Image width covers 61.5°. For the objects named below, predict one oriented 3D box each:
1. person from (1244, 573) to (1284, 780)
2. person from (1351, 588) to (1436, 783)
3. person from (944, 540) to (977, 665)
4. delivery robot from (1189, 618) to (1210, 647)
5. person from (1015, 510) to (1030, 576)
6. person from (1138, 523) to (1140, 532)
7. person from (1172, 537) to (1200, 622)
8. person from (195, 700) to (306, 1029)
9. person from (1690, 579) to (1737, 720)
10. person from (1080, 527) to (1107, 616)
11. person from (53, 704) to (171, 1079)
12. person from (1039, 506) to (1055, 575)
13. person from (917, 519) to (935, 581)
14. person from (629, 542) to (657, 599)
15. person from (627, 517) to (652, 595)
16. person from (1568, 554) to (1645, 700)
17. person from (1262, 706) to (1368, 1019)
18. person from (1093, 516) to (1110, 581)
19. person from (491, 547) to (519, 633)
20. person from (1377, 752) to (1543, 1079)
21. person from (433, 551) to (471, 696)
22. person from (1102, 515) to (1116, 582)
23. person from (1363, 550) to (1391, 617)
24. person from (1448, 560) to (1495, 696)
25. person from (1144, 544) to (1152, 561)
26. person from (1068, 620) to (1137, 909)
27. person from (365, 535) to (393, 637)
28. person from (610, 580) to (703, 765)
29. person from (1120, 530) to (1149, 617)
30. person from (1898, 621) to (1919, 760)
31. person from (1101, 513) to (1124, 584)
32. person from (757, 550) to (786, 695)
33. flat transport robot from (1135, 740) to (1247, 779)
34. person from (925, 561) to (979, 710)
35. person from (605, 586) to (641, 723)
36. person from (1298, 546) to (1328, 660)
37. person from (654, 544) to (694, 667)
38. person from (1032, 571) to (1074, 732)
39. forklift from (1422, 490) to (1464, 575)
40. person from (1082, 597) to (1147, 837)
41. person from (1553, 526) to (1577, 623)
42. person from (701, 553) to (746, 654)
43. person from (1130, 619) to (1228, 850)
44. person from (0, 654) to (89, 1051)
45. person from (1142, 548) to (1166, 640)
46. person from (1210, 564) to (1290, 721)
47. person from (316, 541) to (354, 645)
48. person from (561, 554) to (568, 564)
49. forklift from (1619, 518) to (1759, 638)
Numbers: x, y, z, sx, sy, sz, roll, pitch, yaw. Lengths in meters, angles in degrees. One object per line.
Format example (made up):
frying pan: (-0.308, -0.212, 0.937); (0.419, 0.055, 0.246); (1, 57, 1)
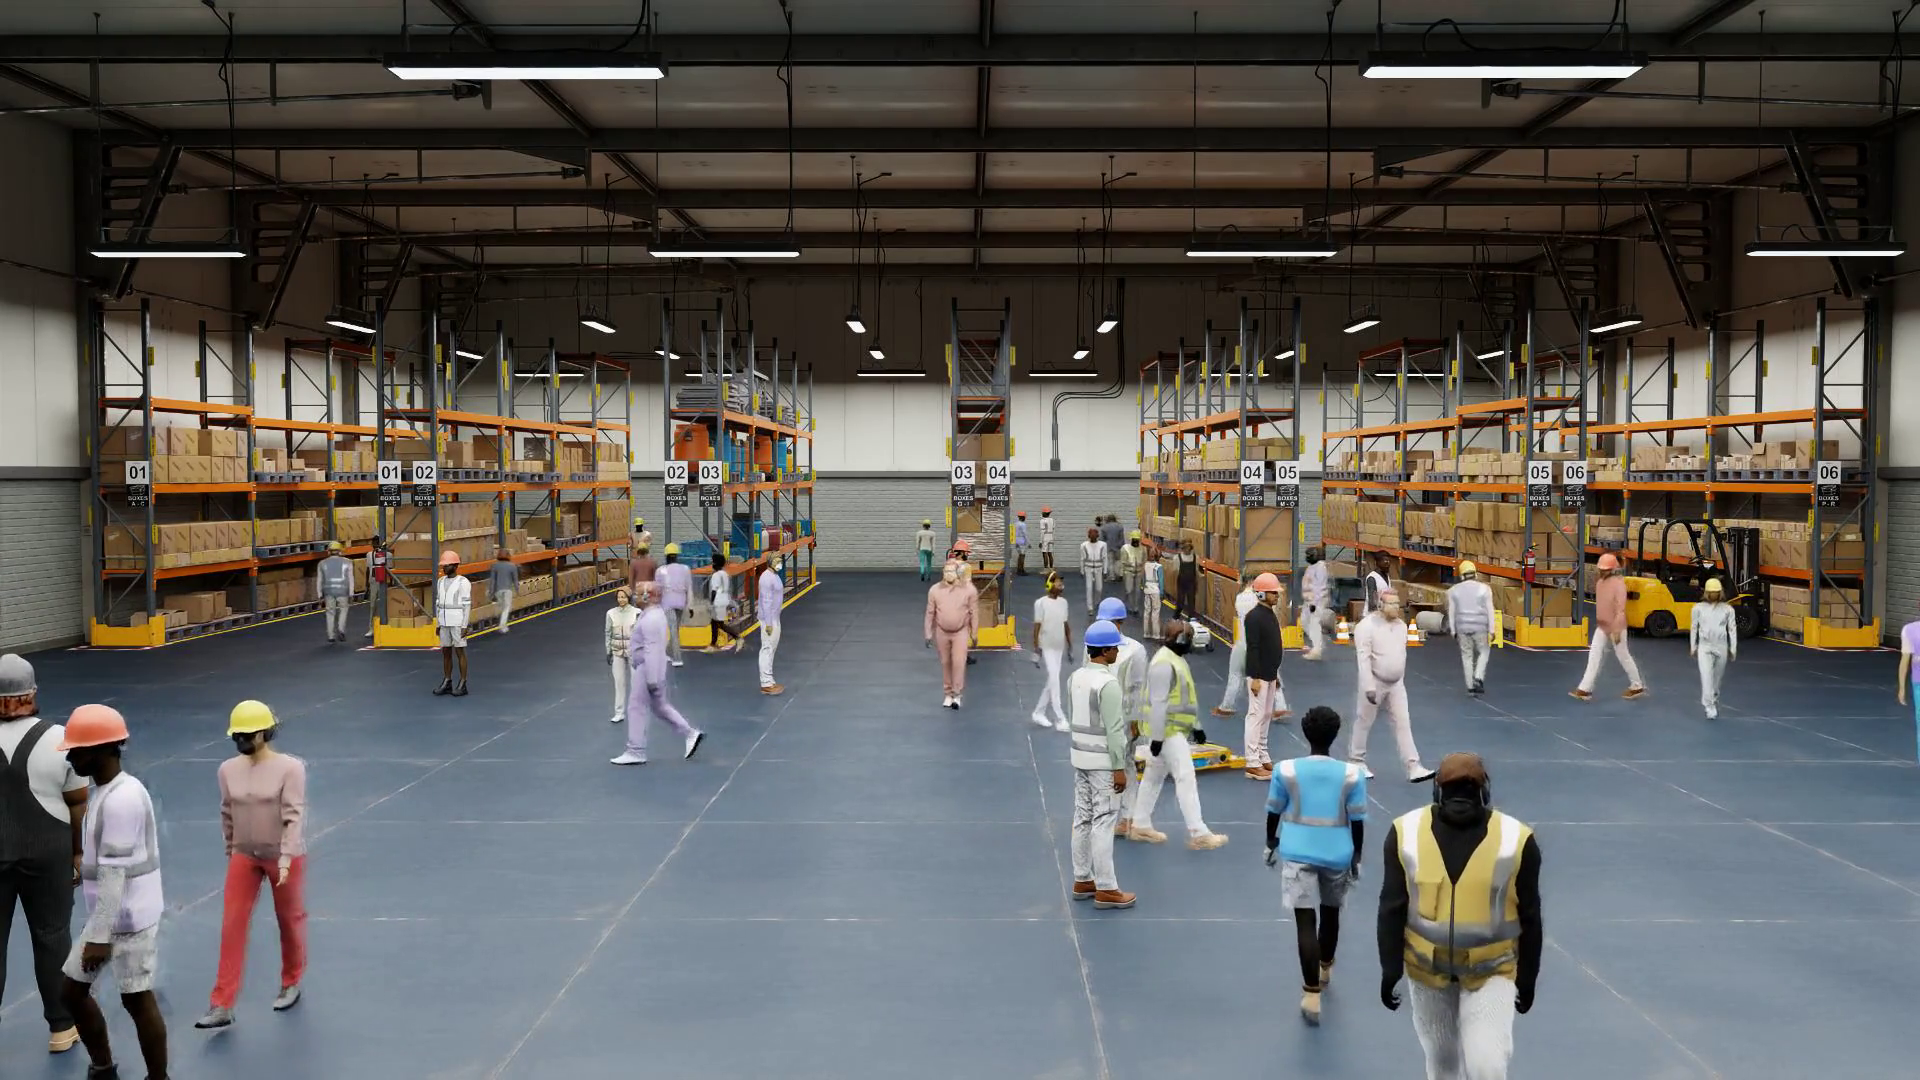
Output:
person: (2.979, 1.317, 15.787); (0.378, 1.996, 0.610); (1, 3, 30)
person: (4.088, 1.397, 15.478); (0.655, 1.856, 0.974); (-1, 2, -24)
person: (0.004, 0.971, 25.302); (0.543, 1.932, 0.376); (2, 3, 42)
delivery robot: (3.910, 1.553, 27.088); (0.477, 0.478, 0.707); (-1, 2, -17)
person: (1.823, 0.089, 47.478); (0.372, 1.935, 0.554); (-1, 2, -24)
person: (5.332, 0.250, 47.136); (0.498, 1.634, 0.278); (-1, 2, -20)
person: (4.145, 0.849, 29.662); (0.528, 1.830, 0.610); (0, 2, -4)
person: (-3.792, 1.733, 8.688); (0.527, 1.726, 0.852); (0, 2, 4)
person: (9.127, 1.314, 19.551); (0.501, 1.689, 0.892); (1, 2, 17)
person: (2.824, 0.653, 34.165); (0.582, 1.868, 0.507); (0, 2, 1)
person: (-3.848, 1.698, 7.253); (0.624, 1.915, 0.565); (-2, 3, -39)
person: (2.559, 0.016, 47.896); (0.356, 2.047, 0.615); (2, 3, 41)
person: (-0.943, 0.280, 44.980); (0.521, 1.740, 0.782); (0, 2, -2)
person: (-5.815, 0.903, 29.671); (0.526, 1.725, 0.912); (0, 2, -9)
person: (-7.825, 0.413, 39.404); (0.594, 1.926, 0.366); (0, 2, -2)
person: (8.534, 1.139, 21.138); (1.056, 1.934, 0.634); (-1, 2, -14)
person: (1.975, 1.749, 9.017); (0.547, 1.647, 0.854); (0, 2, 5)
person: (3.981, 0.228, 45.333); (0.655, 1.843, 0.528); (0, 2, -8)
person: (-8.504, 0.939, 30.092); (0.504, 1.608, 0.664); (0, 2, 0)
person: (2.003, 1.772, 6.532); (0.628, 1.814, 0.804); (1, 3, 27)
person: (-6.827, 1.112, 21.667); (0.548, 1.938, 0.358); (1, 2, 24)
person: (4.132, 0.235, 44.589); (0.438, 1.865, 0.574); (-1, 2, -21)
person: (5.799, 1.093, 22.425); (0.375, 1.914, 0.592); (2, 3, 34)
person: (6.839, 1.179, 21.564); (0.620, 1.808, 0.416); (1, 3, 33)
person: (5.190, 0.218, 44.578); (0.410, 1.909, 0.643); (0, 2, 11)
person: (0.963, 1.525, 11.128); (0.389, 1.949, 0.604); (-1, 3, -25)
person: (-10.615, 0.841, 29.480); (0.518, 1.862, 0.327); (0, 2, -1)
person: (-3.105, 1.345, 16.532); (0.842, 1.884, 0.634); (0, 2, 1)
person: (3.653, 0.707, 33.542); (0.610, 1.802, 0.717); (0, 2, -8)
person: (9.220, 1.423, 15.281); (0.582, 1.823, 0.661); (1, 3, 30)
person: (4.177, 0.232, 44.207); (0.642, 1.905, 0.814); (0, 2, 7)
person: (-2.546, 1.107, 21.827); (0.379, 1.937, 0.629); (0, 2, 4)
flat transport robot: (2.100, 2.176, 16.070); (1.431, 0.197, 0.652); (-1, 3, -32)
person: (-0.126, 1.203, 20.302); (0.657, 1.861, 0.976); (0, 2, 11)
person: (-3.976, 1.362, 19.225); (0.508, 1.628, 0.320); (0, 2, 10)
person: (5.669, 1.005, 25.880); (0.441, 1.819, 0.625); (0, 2, -4)
person: (-4.496, 1.005, 25.009); (0.616, 1.876, 0.958); (-2, 3, -36)
person: (1.096, 1.279, 18.794); (0.544, 1.841, 0.801); (-2, 3, -42)
forklift: (13.926, -0.371, 47.846); (1.873, 2.768, 1.129); (0, 2, 0)
person: (1.248, 1.440, 13.282); (0.605, 1.949, 0.382); (2, 3, 36)
person: (12.134, 0.693, 32.292); (0.551, 1.930, 0.369); (0, 2, 0)
person: (-3.877, 1.049, 26.521); (0.751, 1.674, 0.527); (0, 2, 6)
person: (1.757, 1.535, 12.850); (0.888, 1.789, 0.638); (1, 2, 13)
person: (-4.825, 1.615, 8.255); (0.683, 2.000, 0.538); (-1, 3, -26)
person: (3.472, 0.970, 28.975); (0.312, 1.636, 0.520); (-2, 3, -34)
person: (3.521, 1.233, 19.390); (1.034, 1.894, 0.640); (2, 3, 43)
person: (-10.927, 0.919, 28.252); (0.628, 1.798, 0.590); (-1, 2, -18)
person: (-10.809, 0.216, 43.531); (0.612, 1.995, 0.382); (1, 2, 13)
forklift: (13.417, 0.684, 29.791); (2.313, 2.155, 1.214); (0, 2, 0)
